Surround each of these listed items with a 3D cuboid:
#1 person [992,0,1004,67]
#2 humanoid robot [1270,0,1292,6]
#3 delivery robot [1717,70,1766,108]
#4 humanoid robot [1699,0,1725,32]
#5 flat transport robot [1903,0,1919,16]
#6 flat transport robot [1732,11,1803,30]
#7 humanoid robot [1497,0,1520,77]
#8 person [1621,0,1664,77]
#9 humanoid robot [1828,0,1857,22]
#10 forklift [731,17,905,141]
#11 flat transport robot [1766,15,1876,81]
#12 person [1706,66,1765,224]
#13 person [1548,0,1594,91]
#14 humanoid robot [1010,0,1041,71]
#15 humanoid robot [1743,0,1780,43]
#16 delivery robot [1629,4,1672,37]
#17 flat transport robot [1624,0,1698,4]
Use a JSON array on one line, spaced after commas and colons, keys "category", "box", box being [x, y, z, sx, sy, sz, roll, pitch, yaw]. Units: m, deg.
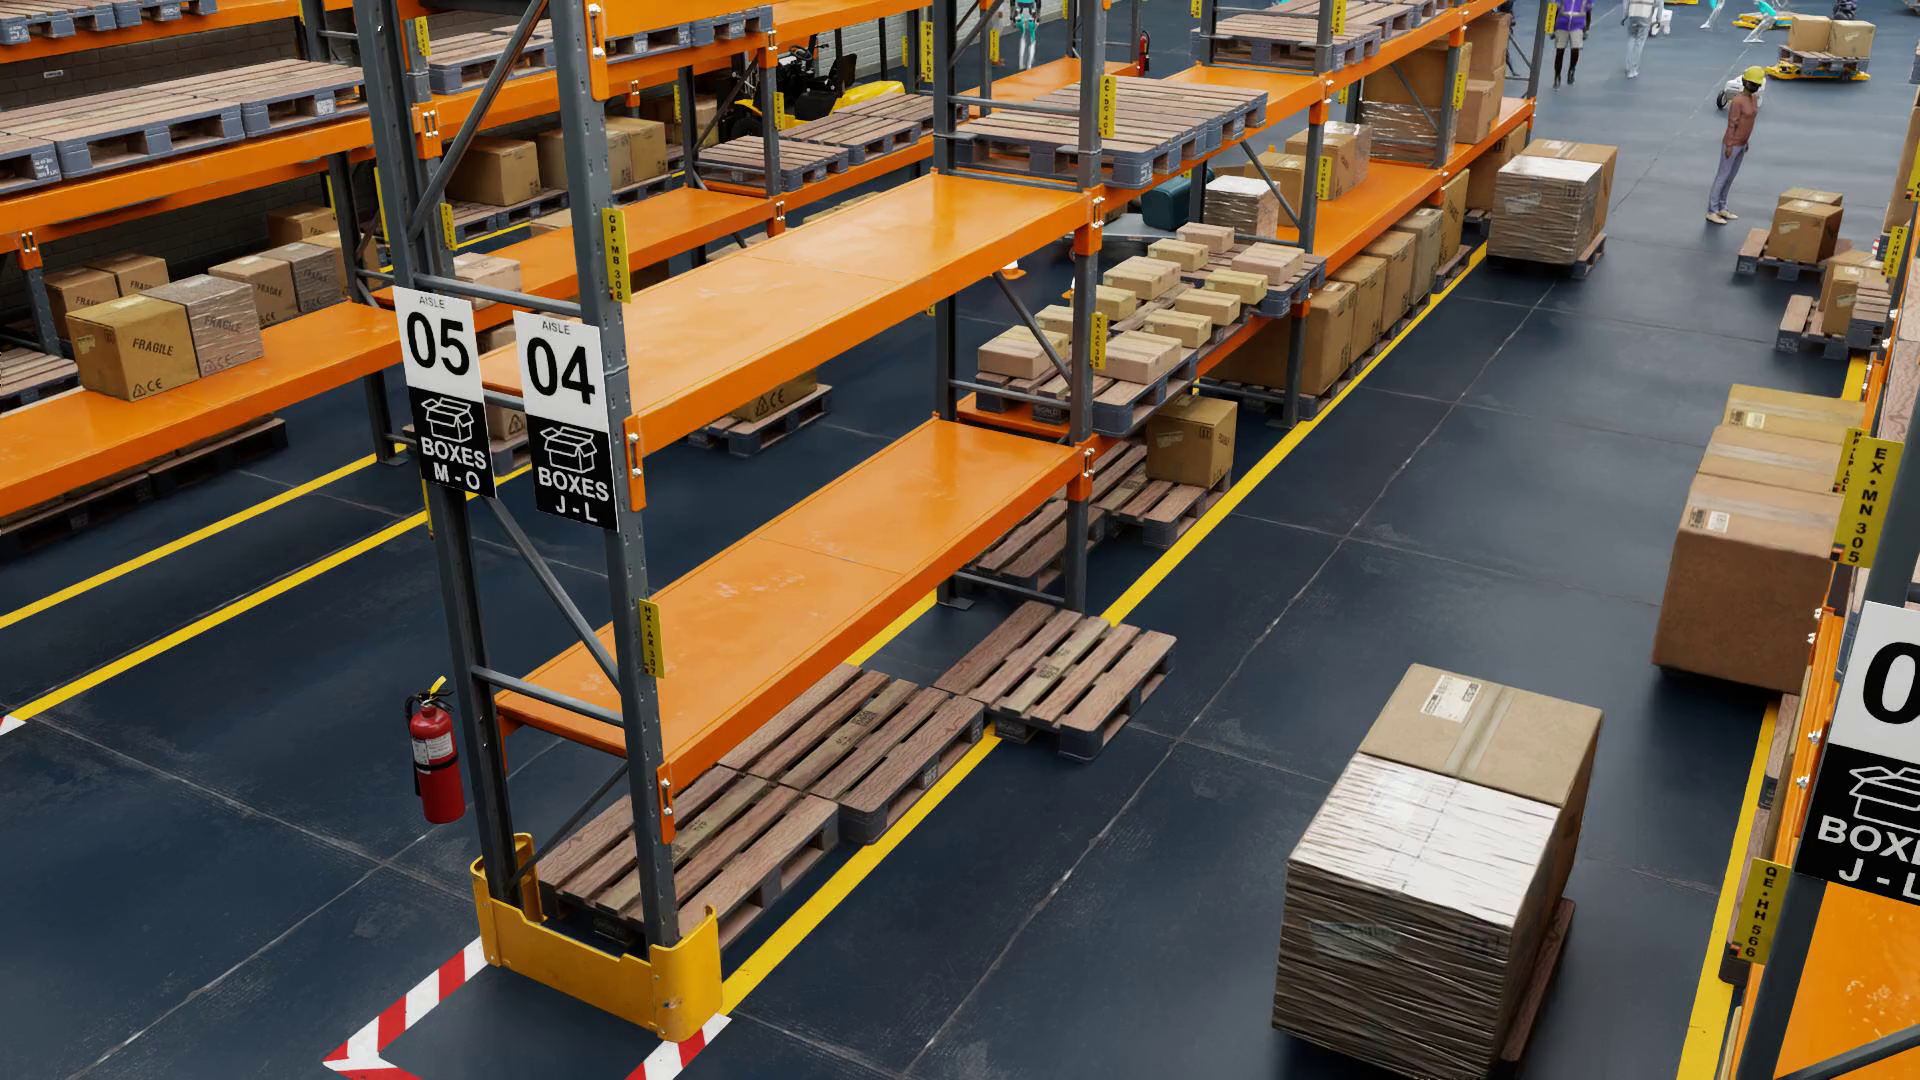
[{"category": "person", "box": [0.606, -9.016, 28.170, 0.383, 1.928, 0.669, 0, 26, 1]}, {"category": "humanoid robot", "box": [5.911, -10.026, 30.524, 0.815, 1.796, 0.552, -6, 26, -12]}, {"category": "delivery robot", "box": [11.835, -6.784, 25.105, 0.774, 0.592, 0.499, -22, 33, -38]}, {"category": "humanoid robot", "box": [14.322, -10.487, 31.552, 0.754, 1.890, 0.542, 4, 26, 9]}, {"category": "flat transport robot", "box": [19.795, -10.786, 33.754, 0.659, 0.231, 1.431, 8, 27, 16]}, {"category": "flat transport robot", "box": [15.790, -10.102, 32.333, 1.431, 0.231, 0.659, -13, 28, -24]}, {"category": "humanoid robot", "box": [8.916, -8.419, 27.291, 0.845, 1.617, 0.591, 21, 33, 36]}, {"category": "person", "box": [11.255, -8.617, 27.359, 0.619, 1.900, 0.667, 20, 32, 35]}, {"category": "humanoid robot", "box": [15.203, -9.053, 28.560, 0.596, 1.663, 0.399, -19, 32, -34]}, {"category": "forklift", "box": [-1.819, -5.975, 21.543, 2.313, 2.155, 1.214, 14, 29, 26]}, {"category": "flat transport robot", "box": [14.160, -7.744, 27.432, 1.431, 0.231, 0.659, 2, 26, 3]}, {"category": "person", "box": [8.893, -4.517, 19.004, 0.527, 1.764, 0.326, -22, 34, -38]}, {"category": "person", "box": [9.583, -8.057, 26.146, 0.610, 1.951, 0.437, 10, 27, 19]}, {"category": "humanoid robot", "box": [1.130, -8.740, 27.813, 0.552, 1.782, 0.681, 6, 26, 13]}, {"category": "humanoid robot", "box": [14.721, -9.919, 30.259, 0.674, 1.794, 0.561, 10, 28, 20]}, {"category": "delivery robot", "box": [13.085, -9.822, 31.407, 0.774, 0.581, 0.499, -16, 30, -29]}, {"category": "flat transport robot", "box": [14.801, -11.486, 35.209, 1.431, 0.231, 0.659, 3, 26, 6]}]
